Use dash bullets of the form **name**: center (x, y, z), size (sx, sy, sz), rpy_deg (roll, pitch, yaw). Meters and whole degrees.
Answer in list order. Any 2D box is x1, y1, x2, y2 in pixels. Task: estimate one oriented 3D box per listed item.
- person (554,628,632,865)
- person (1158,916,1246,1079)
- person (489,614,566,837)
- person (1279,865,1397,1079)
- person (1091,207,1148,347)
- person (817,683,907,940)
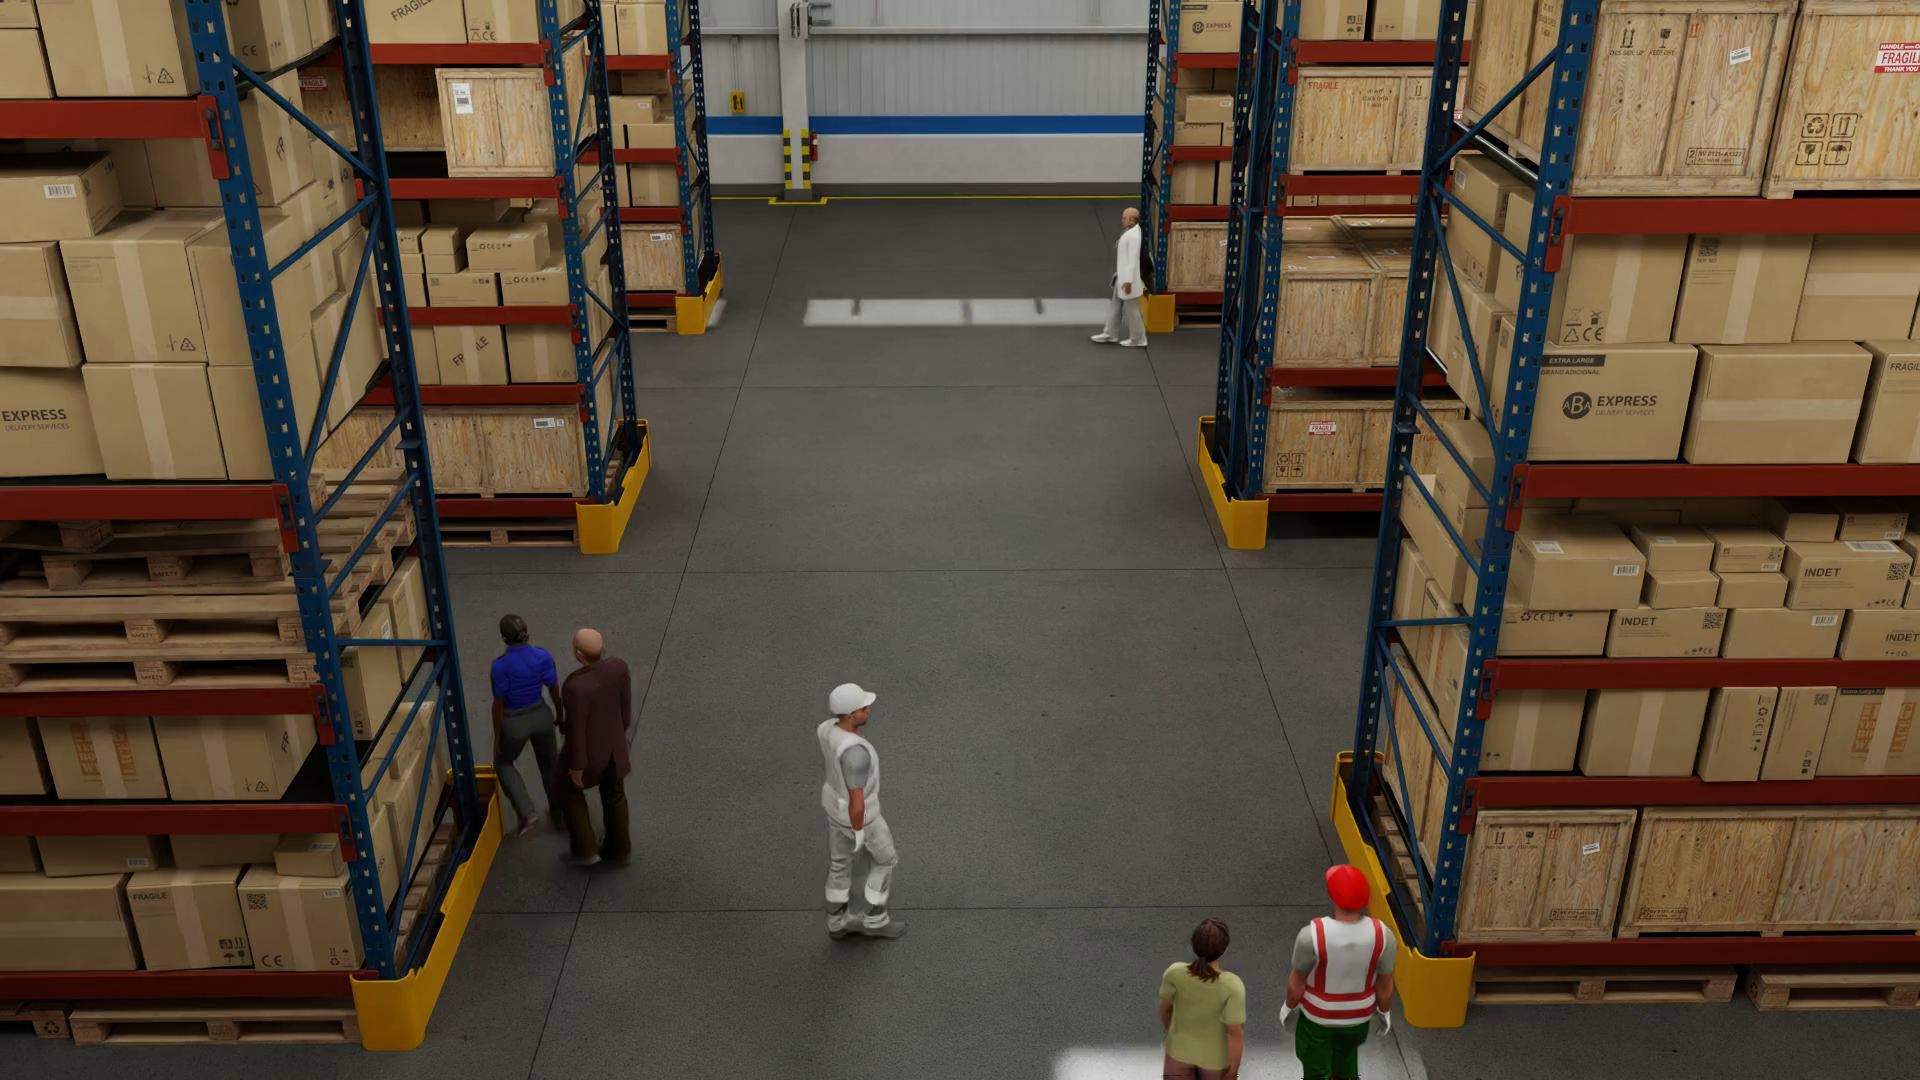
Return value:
- **person**: center (-2.429, 1.351, 10.985), size (0.477, 1.805, 0.610), rpy_deg (19, 31, 35)
- **person**: center (1.222, 2.586, 8.464), size (0.452, 1.634, 0.972), rpy_deg (7, 26, 15)
- **person**: center (-2.910, 1.263, 11.263), size (0.522, 1.659, 0.465), rpy_deg (-16, 30, -31)
- **person**: center (1.939, 2.381, 8.730), size (0.559, 1.787, 0.579), rpy_deg (-2, 25, -4)
- **person**: center (2.040, -3.294, 20.929), size (0.720, 1.801, 0.615), rpy_deg (1, 25, 2)
- **person**: center (-0.622, 1.668, 10.248), size (0.477, 1.802, 0.547), rpy_deg (-15, 29, -29)
